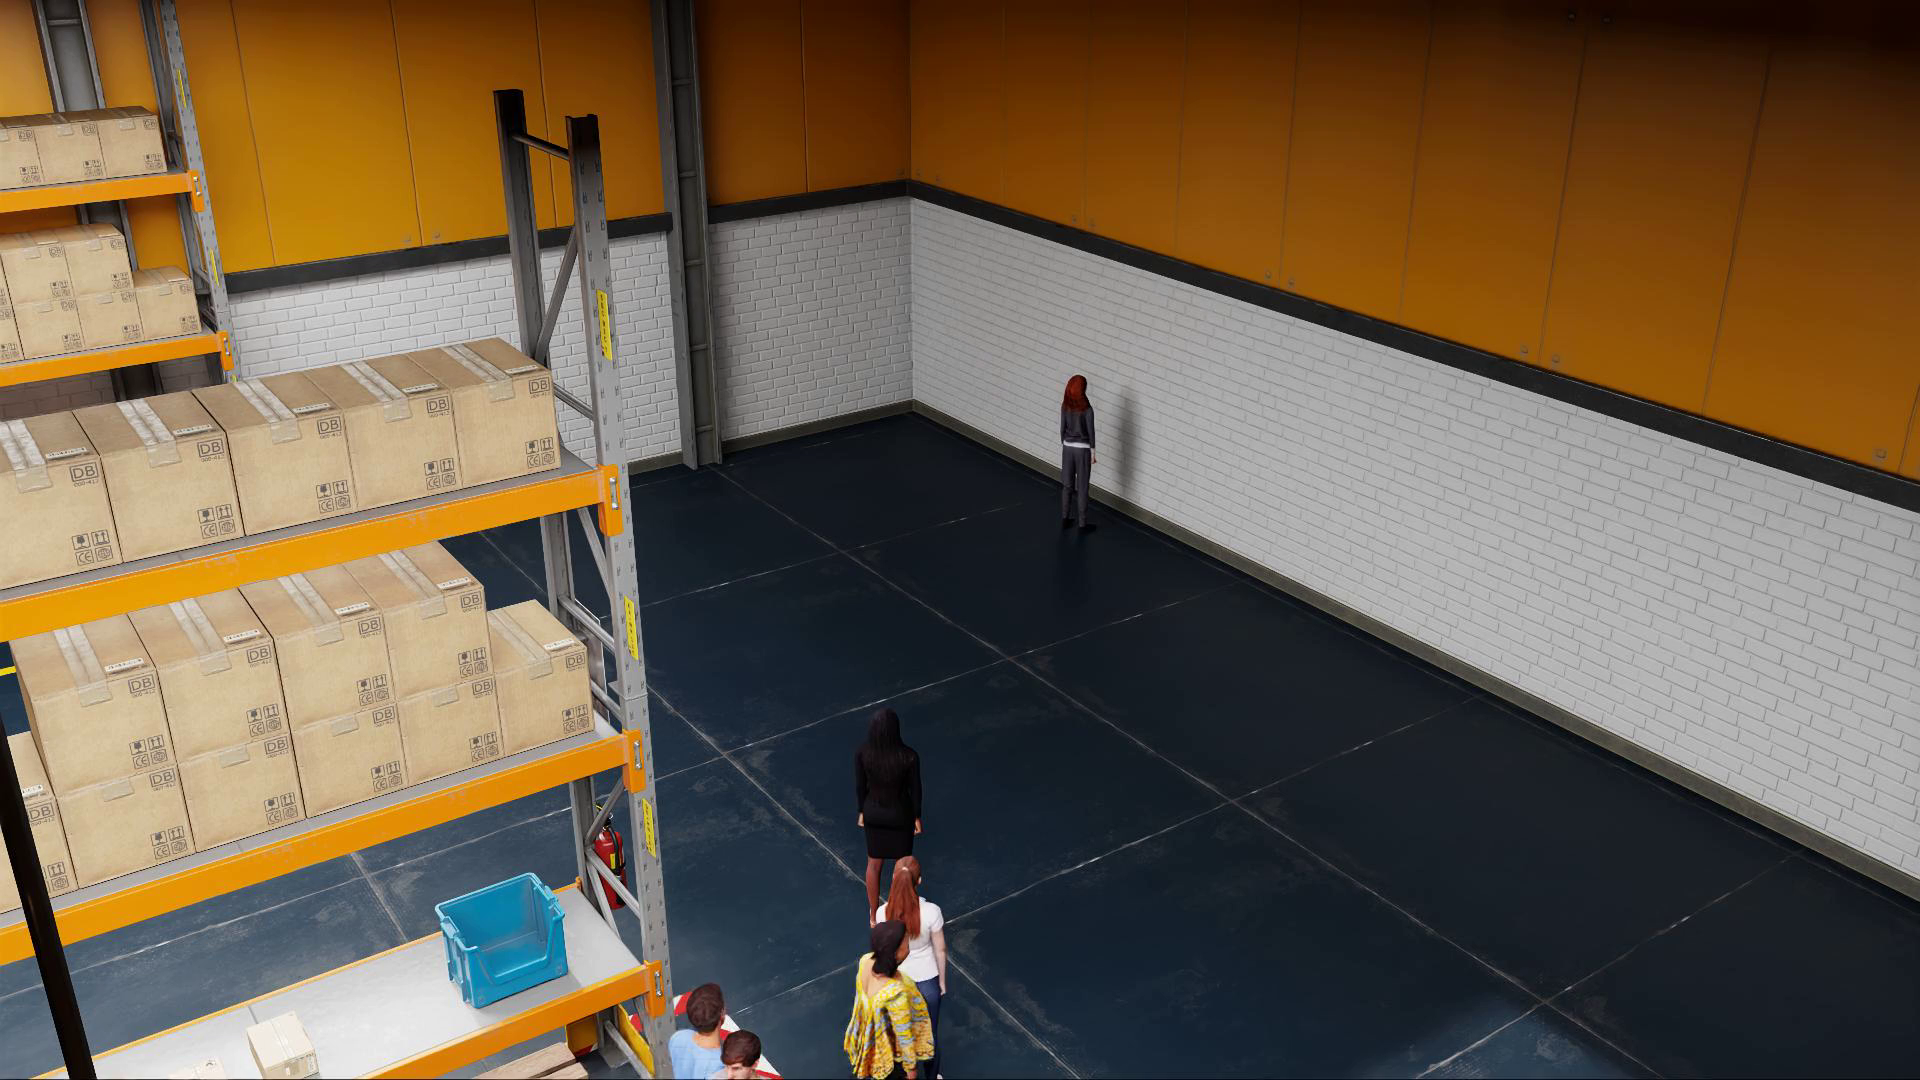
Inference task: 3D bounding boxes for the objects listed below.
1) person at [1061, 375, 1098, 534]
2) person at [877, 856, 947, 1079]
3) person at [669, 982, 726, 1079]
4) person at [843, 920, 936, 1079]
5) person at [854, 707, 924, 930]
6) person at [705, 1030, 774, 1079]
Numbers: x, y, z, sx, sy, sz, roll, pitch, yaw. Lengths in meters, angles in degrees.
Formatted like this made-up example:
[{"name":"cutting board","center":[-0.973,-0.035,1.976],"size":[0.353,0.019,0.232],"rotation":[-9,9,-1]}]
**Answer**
[{"name":"person","center":[1.272,-0.944,18.051],"size":[0.631,1.780,0.599],"rotation":[17,29,34]},{"name":"person","center":[-0.294,2.641,9.900],"size":[0.626,1.740,0.711],"rotation":[0,24,-1]},{"name":"person","center":[-1.387,3.172,8.596],"size":[0.855,1.811,1.291],"rotation":[20,30,38]},{"name":"person","center":[-0.458,2.906,9.427],"size":[0.939,1.632,0.776],"rotation":[-12,26,-25]},{"name":"person","center":[-0.499,1.925,11.562],"size":[0.665,1.720,0.720],"rotation":[4,24,10]},{"name":"person","center":[-1.062,3.234,8.414],"size":[0.736,1.844,0.760],"rotation":[7,25,16]}]
